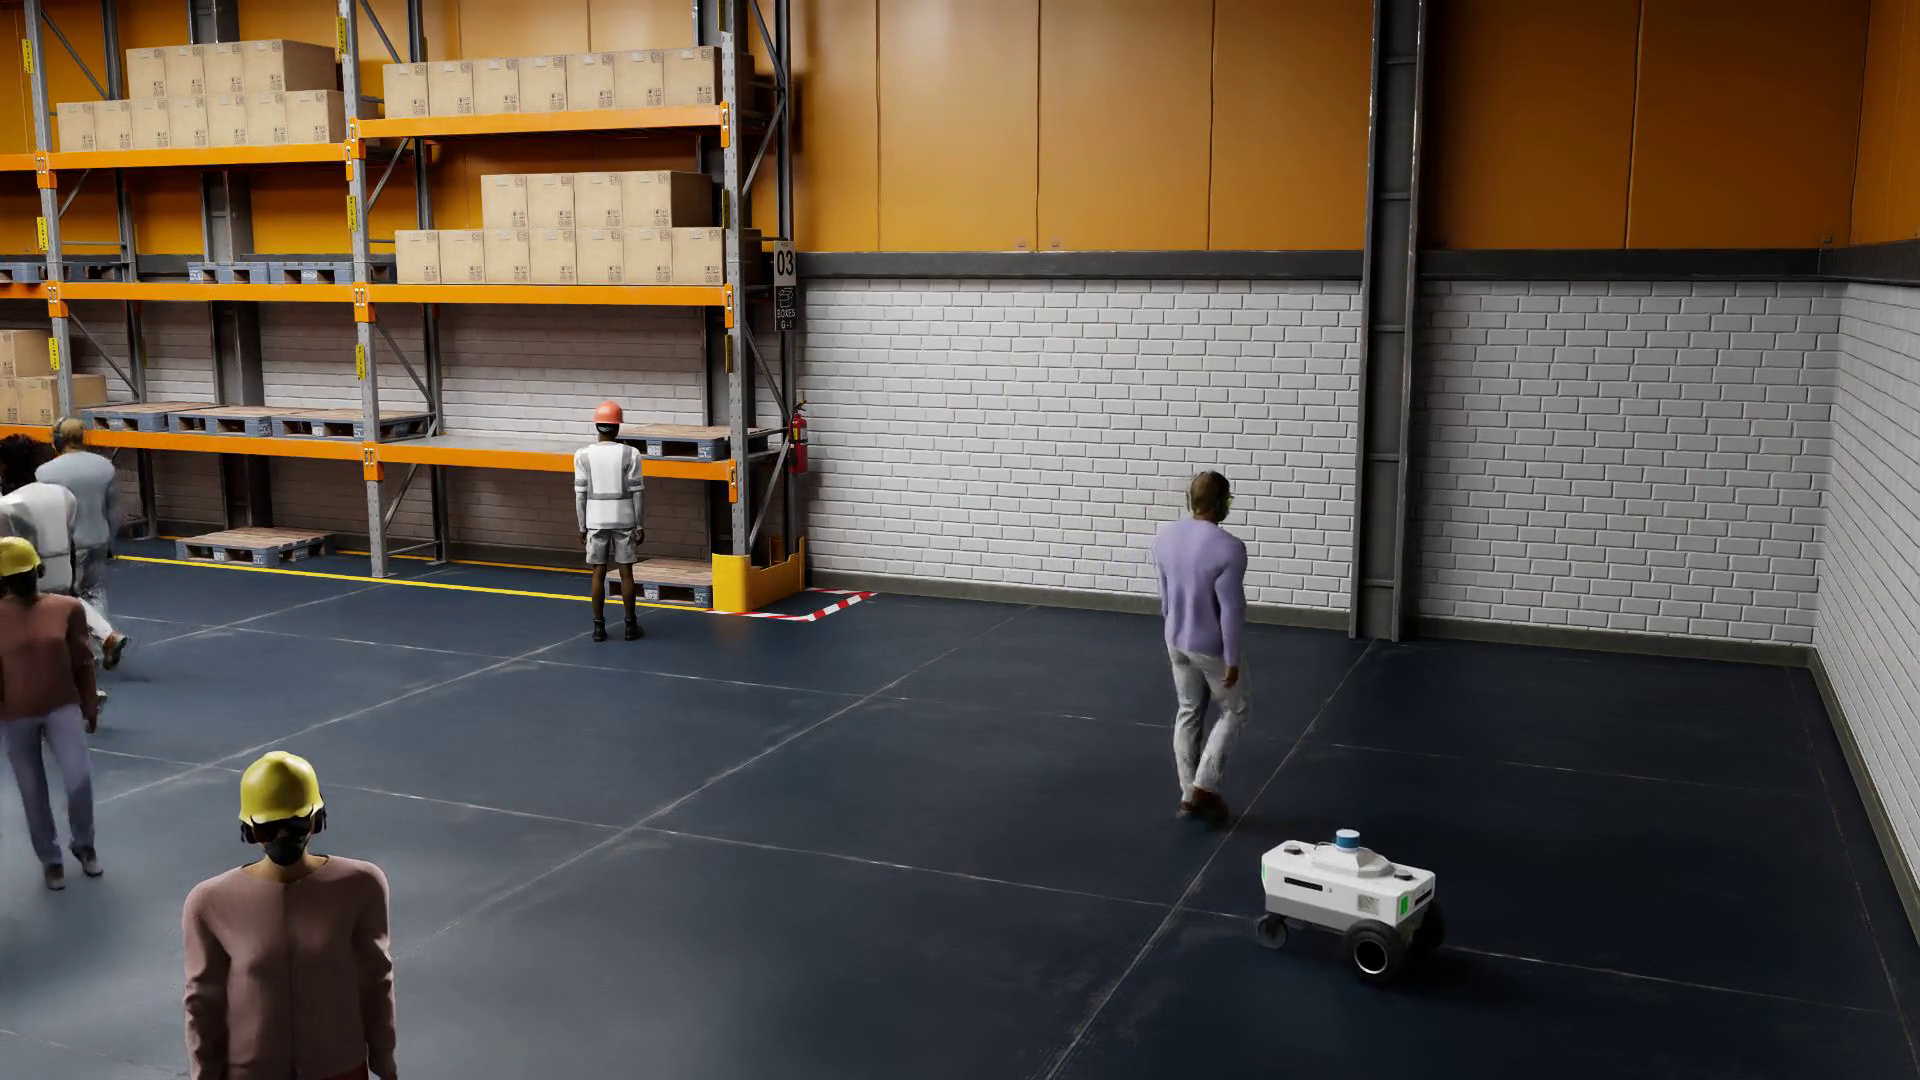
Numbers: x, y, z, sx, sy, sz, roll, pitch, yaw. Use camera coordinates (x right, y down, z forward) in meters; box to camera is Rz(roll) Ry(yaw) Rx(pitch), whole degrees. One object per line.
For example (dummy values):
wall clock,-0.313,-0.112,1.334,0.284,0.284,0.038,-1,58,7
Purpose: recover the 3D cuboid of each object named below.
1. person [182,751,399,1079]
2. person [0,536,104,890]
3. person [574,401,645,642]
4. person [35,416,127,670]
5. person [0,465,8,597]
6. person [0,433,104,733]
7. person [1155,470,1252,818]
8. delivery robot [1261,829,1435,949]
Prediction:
person,-1.752,1.413,4.405,0.524,1.770,0.315,-5,11,-28
person,-4.416,0.837,7.976,0.528,1.745,0.389,-7,12,-36
person,-2.797,-0.146,13.339,0.547,1.938,0.359,-1,9,-4
person,-6.399,0.049,12.194,0.657,1.925,0.626,4,10,24
person,-8.523,-0.397,14.639,0.824,2.008,0.628,2,10,11
person,-5.892,0.289,10.638,0.510,1.954,0.638,3,10,16
person,1.329,0.573,9.014,0.424,1.921,0.647,-8,12,-40
delivery robot,1.678,1.504,7.236,0.707,0.478,0.477,7,12,37
